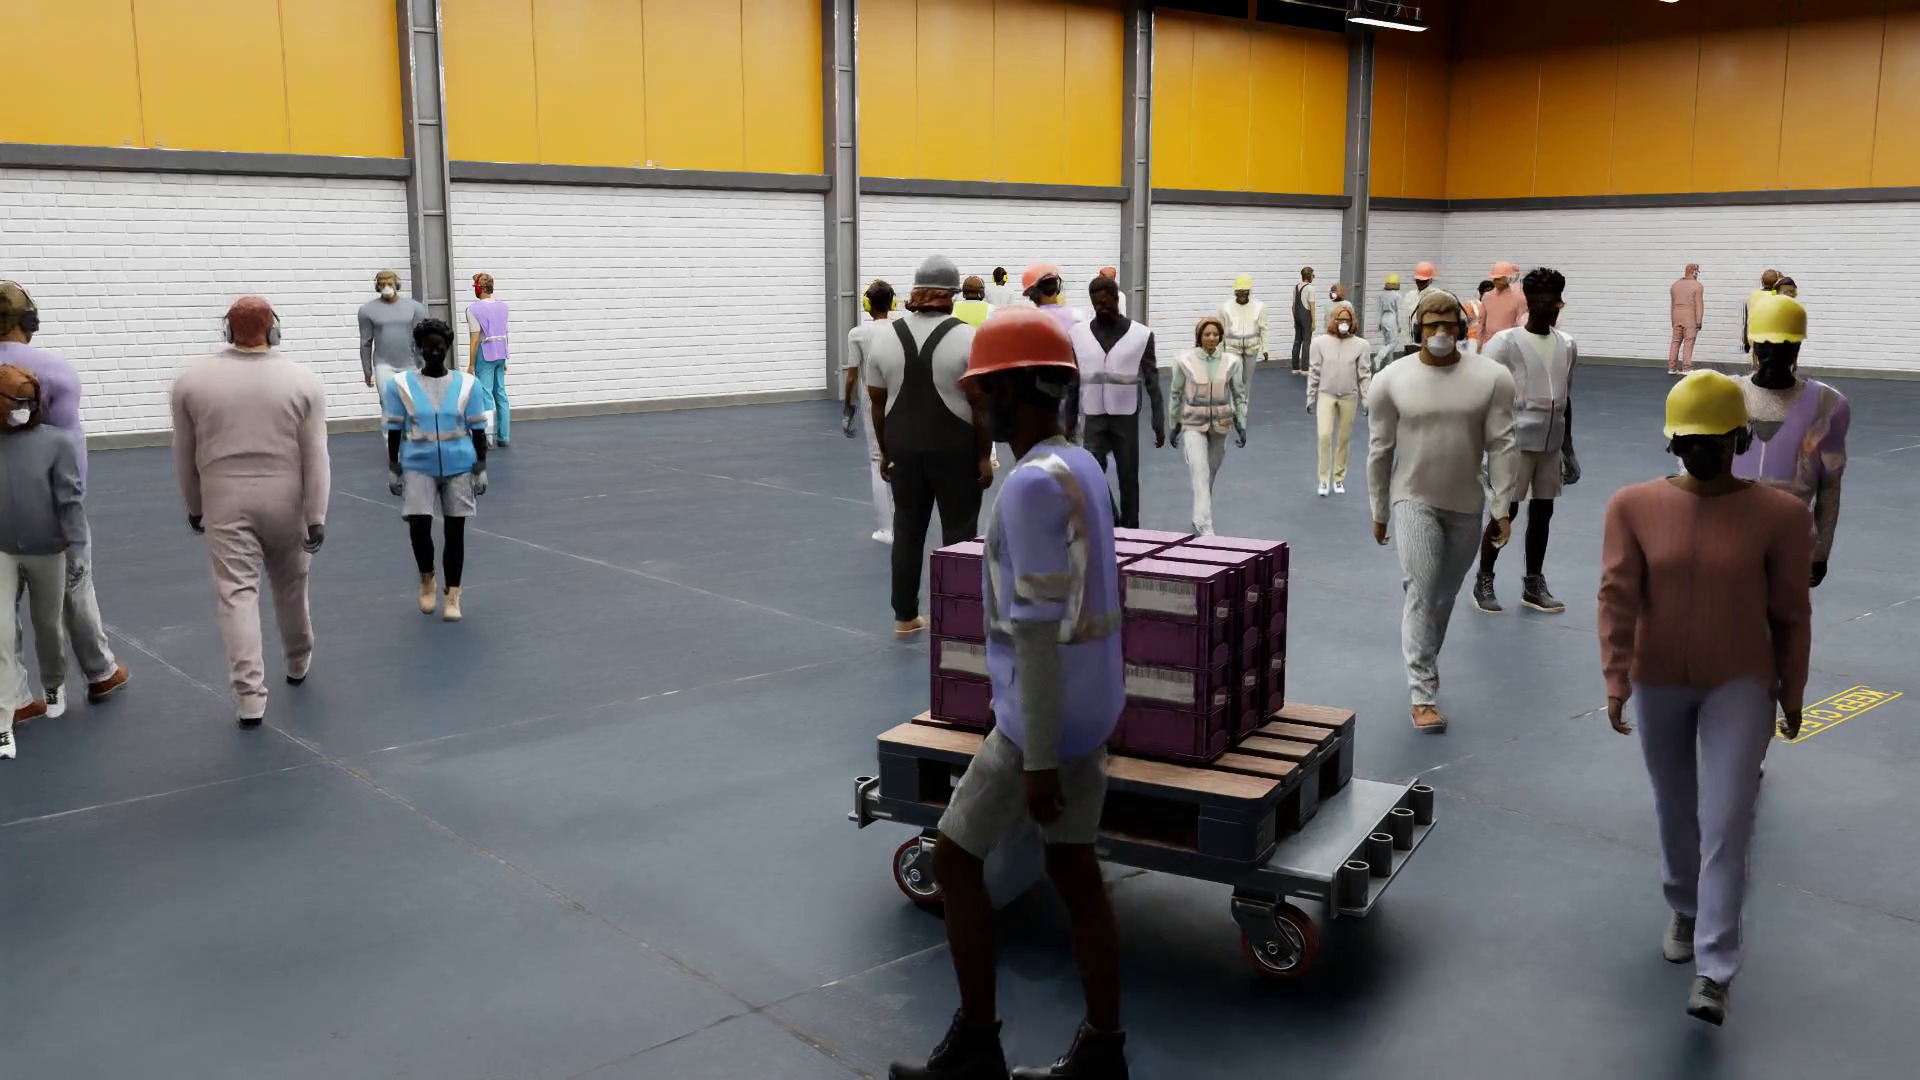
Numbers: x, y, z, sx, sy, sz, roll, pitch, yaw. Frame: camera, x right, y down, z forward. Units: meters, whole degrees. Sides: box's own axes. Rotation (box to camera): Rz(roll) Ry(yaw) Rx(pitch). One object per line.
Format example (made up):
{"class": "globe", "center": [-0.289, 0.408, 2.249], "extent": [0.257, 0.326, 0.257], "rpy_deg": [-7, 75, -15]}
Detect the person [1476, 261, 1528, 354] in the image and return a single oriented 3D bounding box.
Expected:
{"class": "person", "center": [6.415, -2.285, 19.553], "extent": [0.763, 1.966, 0.679], "rpy_deg": [-8, 12, -38]}

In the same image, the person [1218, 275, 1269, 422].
{"class": "person", "center": [3.477, -2.343, 20.407], "extent": [0.606, 1.782, 0.934], "rpy_deg": [1, 10, 5]}

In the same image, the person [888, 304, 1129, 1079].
{"class": "person", "center": [0.120, 0.406, 3.950], "extent": [0.726, 1.903, 0.563], "rpy_deg": [3, 10, 20]}

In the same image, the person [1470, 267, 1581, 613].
{"class": "person", "center": [3.229, -0.554, 9.453], "extent": [0.664, 1.960, 0.488], "rpy_deg": [-4, 10, -21]}

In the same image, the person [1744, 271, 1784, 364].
{"class": "person", "center": [10.425, -2.549, 21.491], "extent": [0.445, 1.825, 0.652], "rpy_deg": [-3, 10, -16]}

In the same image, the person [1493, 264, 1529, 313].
{"class": "person", "center": [8.166, -3.134, 24.693], "extent": [0.410, 1.904, 0.640], "rpy_deg": [-8, 13, -40]}

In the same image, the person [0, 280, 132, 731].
{"class": "person", "center": [-4.060, -0.171, 7.317], "extent": [0.649, 1.911, 0.854], "rpy_deg": [0, 10, -2]}

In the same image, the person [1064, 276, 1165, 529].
{"class": "person", "center": [1.029, -0.800, 11.051], "extent": [0.716, 1.893, 0.453], "rpy_deg": [3, 10, 15]}

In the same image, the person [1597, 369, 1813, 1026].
{"class": "person", "center": [1.982, 0.408, 4.487], "extent": [0.521, 1.718, 0.921], "rpy_deg": [6, 11, 31]}

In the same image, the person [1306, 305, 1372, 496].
{"class": "person", "center": [3.197, -1.163, 14.004], "extent": [0.524, 1.604, 0.705], "rpy_deg": [1, 10, 8]}

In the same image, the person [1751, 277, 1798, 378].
{"class": "person", "center": [8.320, -1.778, 17.024], "extent": [0.535, 1.822, 0.972], "rpy_deg": [0, 10, 1]}

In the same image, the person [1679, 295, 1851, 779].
{"class": "person", "center": [3.183, -0.034, 6.645], "extent": [0.592, 1.871, 1.039], "rpy_deg": [5, 11, 29]}

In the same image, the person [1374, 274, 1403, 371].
{"class": "person", "center": [7.406, -3.742, 28.778], "extent": [0.663, 1.723, 0.489], "rpy_deg": [-6, 12, -33]}

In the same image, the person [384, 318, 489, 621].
{"class": "person", "center": [-2.873, -0.381, 9.183], "extent": [0.554, 1.682, 0.368], "rpy_deg": [-4, 10, -21]}

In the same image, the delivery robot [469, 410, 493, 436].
{"class": "delivery robot", "center": [-5.174, -1.219, 17.147], "extent": [0.477, 0.478, 0.707], "rpy_deg": [7, 12, 37]}

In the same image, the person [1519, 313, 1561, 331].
{"class": "person", "center": [6.168, -1.847, 17.629], "extent": [0.751, 1.735, 0.547], "rpy_deg": [-7, 12, -36]}

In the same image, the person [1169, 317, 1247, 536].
{"class": "person", "center": [1.779, -0.801, 11.931], "extent": [0.532, 1.592, 0.856], "rpy_deg": [-1, 10, -8]}

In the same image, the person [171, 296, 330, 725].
{"class": "person", "center": [-3.157, -0.160, 7.466], "extent": [0.639, 1.842, 1.041], "rpy_deg": [-4, 10, -20]}

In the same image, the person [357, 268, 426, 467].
{"class": "person", "center": [-5.524, -1.695, 16.241], "extent": [0.635, 1.916, 0.785], "rpy_deg": [-4, 11, -23]}

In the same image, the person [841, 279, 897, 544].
{"class": "person", "center": [-0.590, -0.917, 11.845], "extent": [0.554, 1.853, 0.642], "rpy_deg": [-4, 10, -22]}

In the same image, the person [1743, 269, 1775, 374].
{"class": "person", "center": [11.411, -2.902, 23.525], "extent": [0.619, 1.840, 0.430], "rpy_deg": [3, 10, 15]}

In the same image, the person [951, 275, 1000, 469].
{"class": "person", "center": [0.129, -1.579, 15.770], "extent": [0.631, 1.840, 0.428], "rpy_deg": [1, 10, 8]}

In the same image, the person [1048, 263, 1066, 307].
{"class": "person", "center": [1.172, -2.578, 21.365], "extent": [0.376, 1.928, 0.542], "rpy_deg": [-2, 10, -9]}

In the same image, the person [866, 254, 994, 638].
{"class": "person", "center": [-0.112, -0.486, 8.785], "extent": [0.688, 2.000, 0.536], "rpy_deg": [4, 10, 22]}

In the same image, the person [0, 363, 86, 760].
{"class": "person", "center": [-3.959, 0.043, 7.004], "extent": [0.496, 1.591, 0.830], "rpy_deg": [-6, 11, -31]}

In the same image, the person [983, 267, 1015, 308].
{"class": "person", "center": [0.587, -3.091, 24.558], "extent": [0.520, 1.865, 0.328], "rpy_deg": [2, 10, 12]}

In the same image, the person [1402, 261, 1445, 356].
{"class": "person", "center": [5.640, -2.394, 20.184], "extent": [0.569, 1.960, 0.638], "rpy_deg": [-7, 12, -36]}

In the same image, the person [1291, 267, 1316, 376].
{"class": "person", "center": [5.853, -3.713, 28.256], "extent": [0.327, 1.842, 0.517], "rpy_deg": [-5, 11, -29]}

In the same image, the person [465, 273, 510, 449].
{"class": "person", "center": [-4.934, -1.866, 17.432], "extent": [0.389, 1.846, 0.566], "rpy_deg": [4, 11, 25]}

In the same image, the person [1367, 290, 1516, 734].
{"class": "person", "center": [2.111, -0.171, 7.419], "extent": [0.624, 1.894, 1.039], "rpy_deg": [1, 10, 4]}

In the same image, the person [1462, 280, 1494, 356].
{"class": "person", "center": [7.464, -2.895, 23.918], "extent": [0.548, 1.680, 0.402], "rpy_deg": [-2, 10, -13]}

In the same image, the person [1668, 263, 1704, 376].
{"class": "person", "center": [12.364, -3.738, 28.247], "extent": [0.403, 1.900, 0.642], "rpy_deg": [-5, 11, -26]}

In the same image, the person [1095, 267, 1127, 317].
{"class": "person", "center": [1.918, -2.574, 21.468], "extent": [0.359, 1.884, 0.573], "rpy_deg": [-5, 11, -28]}

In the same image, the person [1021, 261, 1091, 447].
{"class": "person", "center": [0.655, -0.946, 11.641], "extent": [0.656, 1.996, 0.691], "rpy_deg": [0, 10, -2]}

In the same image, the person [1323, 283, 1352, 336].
{"class": "person", "center": [5.959, -3.230, 26.144], "extent": [0.504, 1.611, 0.751], "rpy_deg": [8, 13, 41]}
